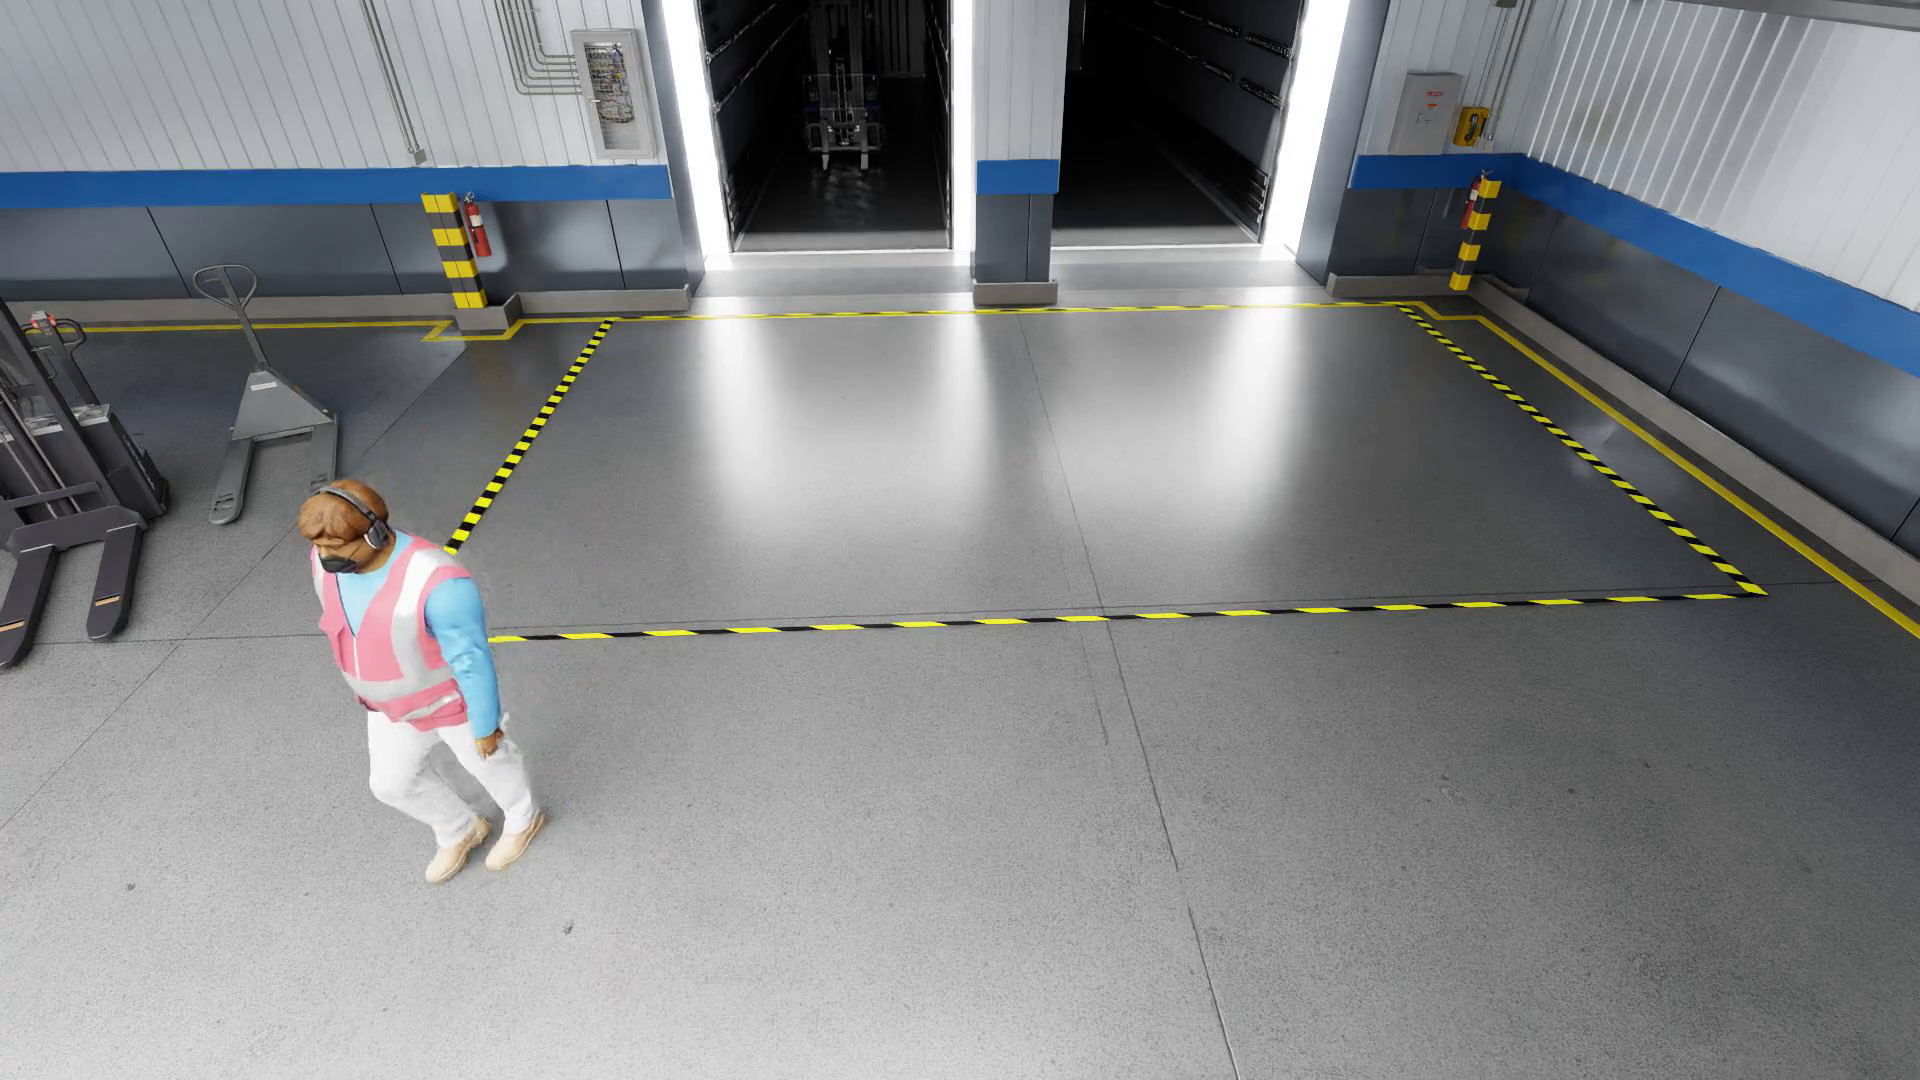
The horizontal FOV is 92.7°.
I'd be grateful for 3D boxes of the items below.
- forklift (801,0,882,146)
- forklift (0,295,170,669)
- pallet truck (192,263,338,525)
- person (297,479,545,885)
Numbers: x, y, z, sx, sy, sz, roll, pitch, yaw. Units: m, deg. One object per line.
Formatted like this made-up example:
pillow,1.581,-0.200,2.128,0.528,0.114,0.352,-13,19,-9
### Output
forklift,-1.843,-7.453,14.386,1.157,2.036,2.680,-3,35,-4
forklift,-5.212,-0.618,4.878,0.823,1.965,1.885,-20,39,-26
pallet truck,-4.778,-1.027,6.128,0.680,1.201,1.601,-17,38,-23
person,-1.917,0.571,3.316,0.651,1.824,0.470,11,36,15
